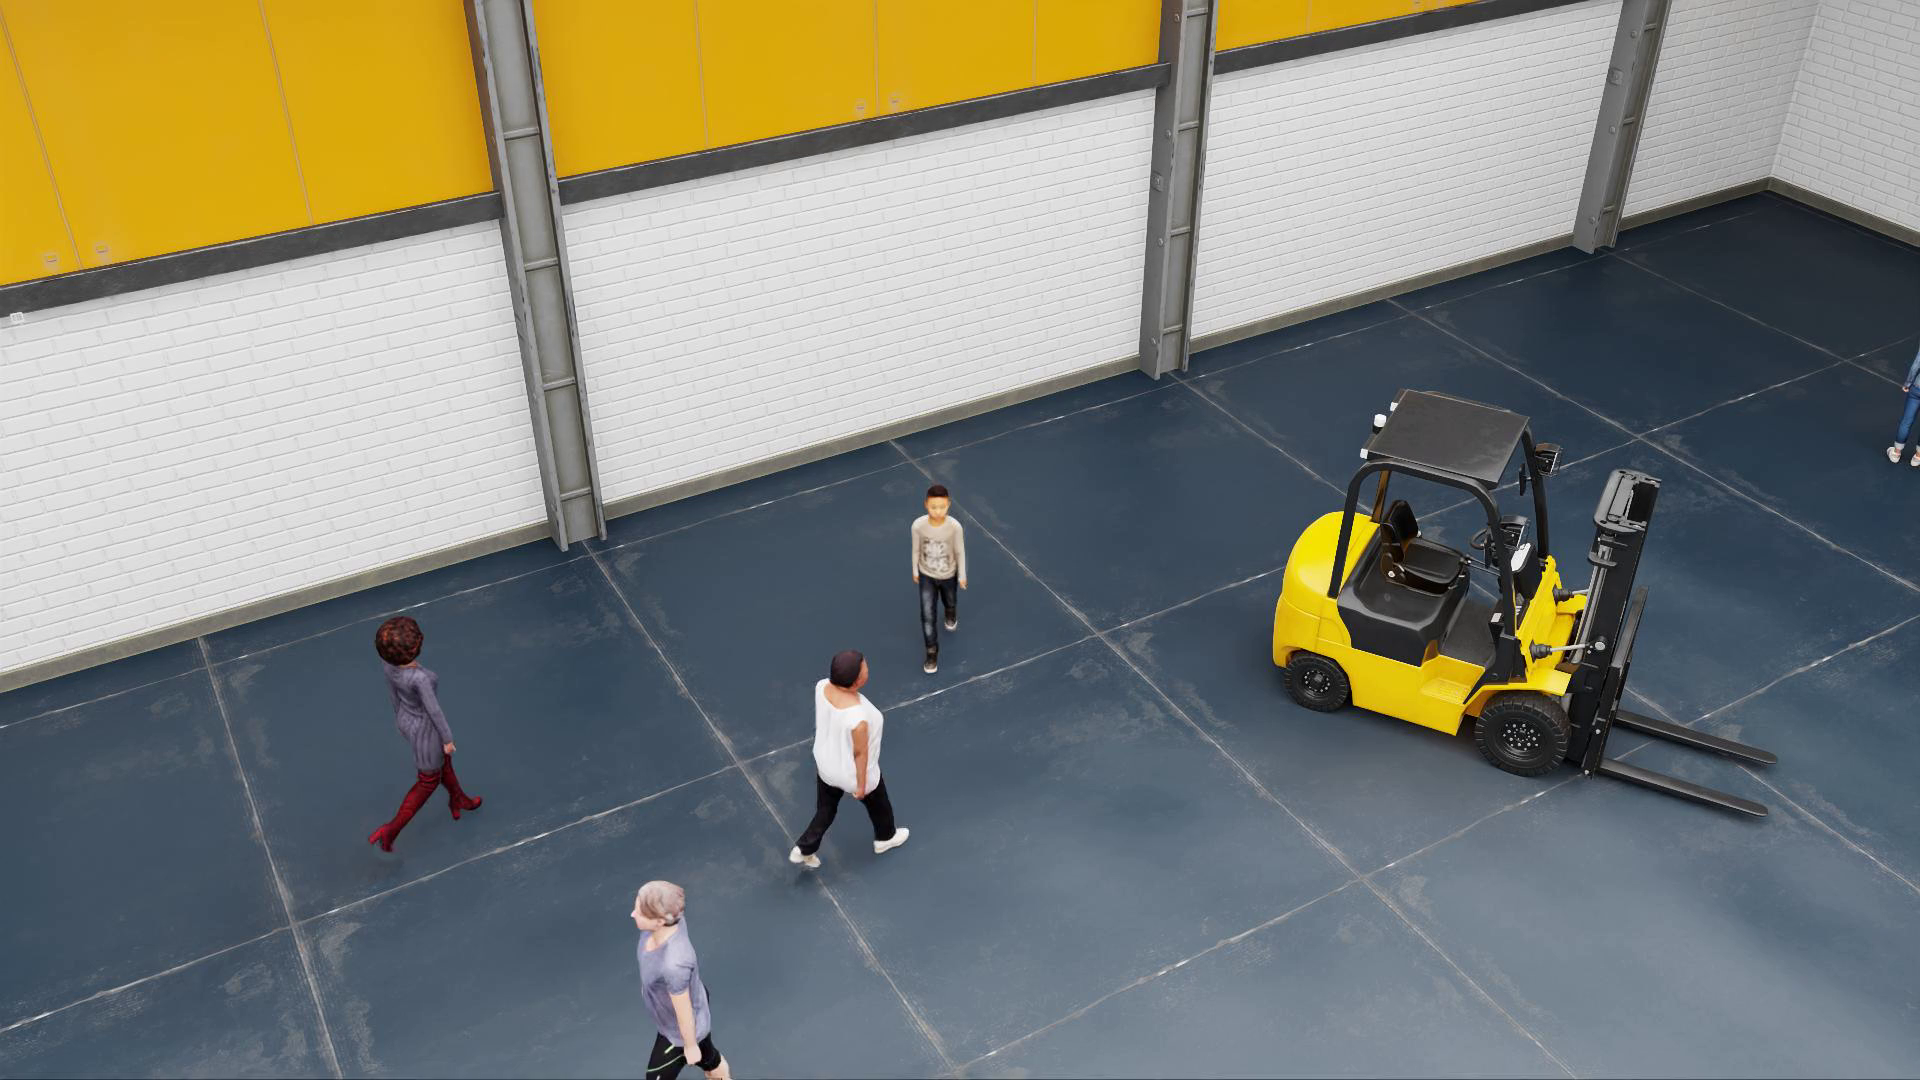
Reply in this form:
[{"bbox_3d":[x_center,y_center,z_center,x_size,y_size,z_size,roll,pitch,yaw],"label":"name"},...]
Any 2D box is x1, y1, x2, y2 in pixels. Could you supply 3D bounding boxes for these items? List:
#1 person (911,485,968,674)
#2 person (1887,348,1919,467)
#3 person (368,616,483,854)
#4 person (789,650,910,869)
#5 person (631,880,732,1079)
[{"bbox_3d":[-0.149,0.200,12.278,1.006,1.440,0.952,0,34,0],"label":"person"},{"bbox_3d":[8.491,-1.333,14.551,0.647,1.476,0.662,16,37,23],"label":"person"},{"bbox_3d":[-3.451,1.255,10.469,0.837,1.684,1.141,25,41,32],"label":"person"},{"bbox_3d":[-0.742,1.385,10.295,1.107,1.661,0.784,-26,41,-33],"label":"person"},{"bbox_3d":[-1.346,2.449,8.522,1.163,1.852,0.892,-8,34,-11],"label":"person"}]
